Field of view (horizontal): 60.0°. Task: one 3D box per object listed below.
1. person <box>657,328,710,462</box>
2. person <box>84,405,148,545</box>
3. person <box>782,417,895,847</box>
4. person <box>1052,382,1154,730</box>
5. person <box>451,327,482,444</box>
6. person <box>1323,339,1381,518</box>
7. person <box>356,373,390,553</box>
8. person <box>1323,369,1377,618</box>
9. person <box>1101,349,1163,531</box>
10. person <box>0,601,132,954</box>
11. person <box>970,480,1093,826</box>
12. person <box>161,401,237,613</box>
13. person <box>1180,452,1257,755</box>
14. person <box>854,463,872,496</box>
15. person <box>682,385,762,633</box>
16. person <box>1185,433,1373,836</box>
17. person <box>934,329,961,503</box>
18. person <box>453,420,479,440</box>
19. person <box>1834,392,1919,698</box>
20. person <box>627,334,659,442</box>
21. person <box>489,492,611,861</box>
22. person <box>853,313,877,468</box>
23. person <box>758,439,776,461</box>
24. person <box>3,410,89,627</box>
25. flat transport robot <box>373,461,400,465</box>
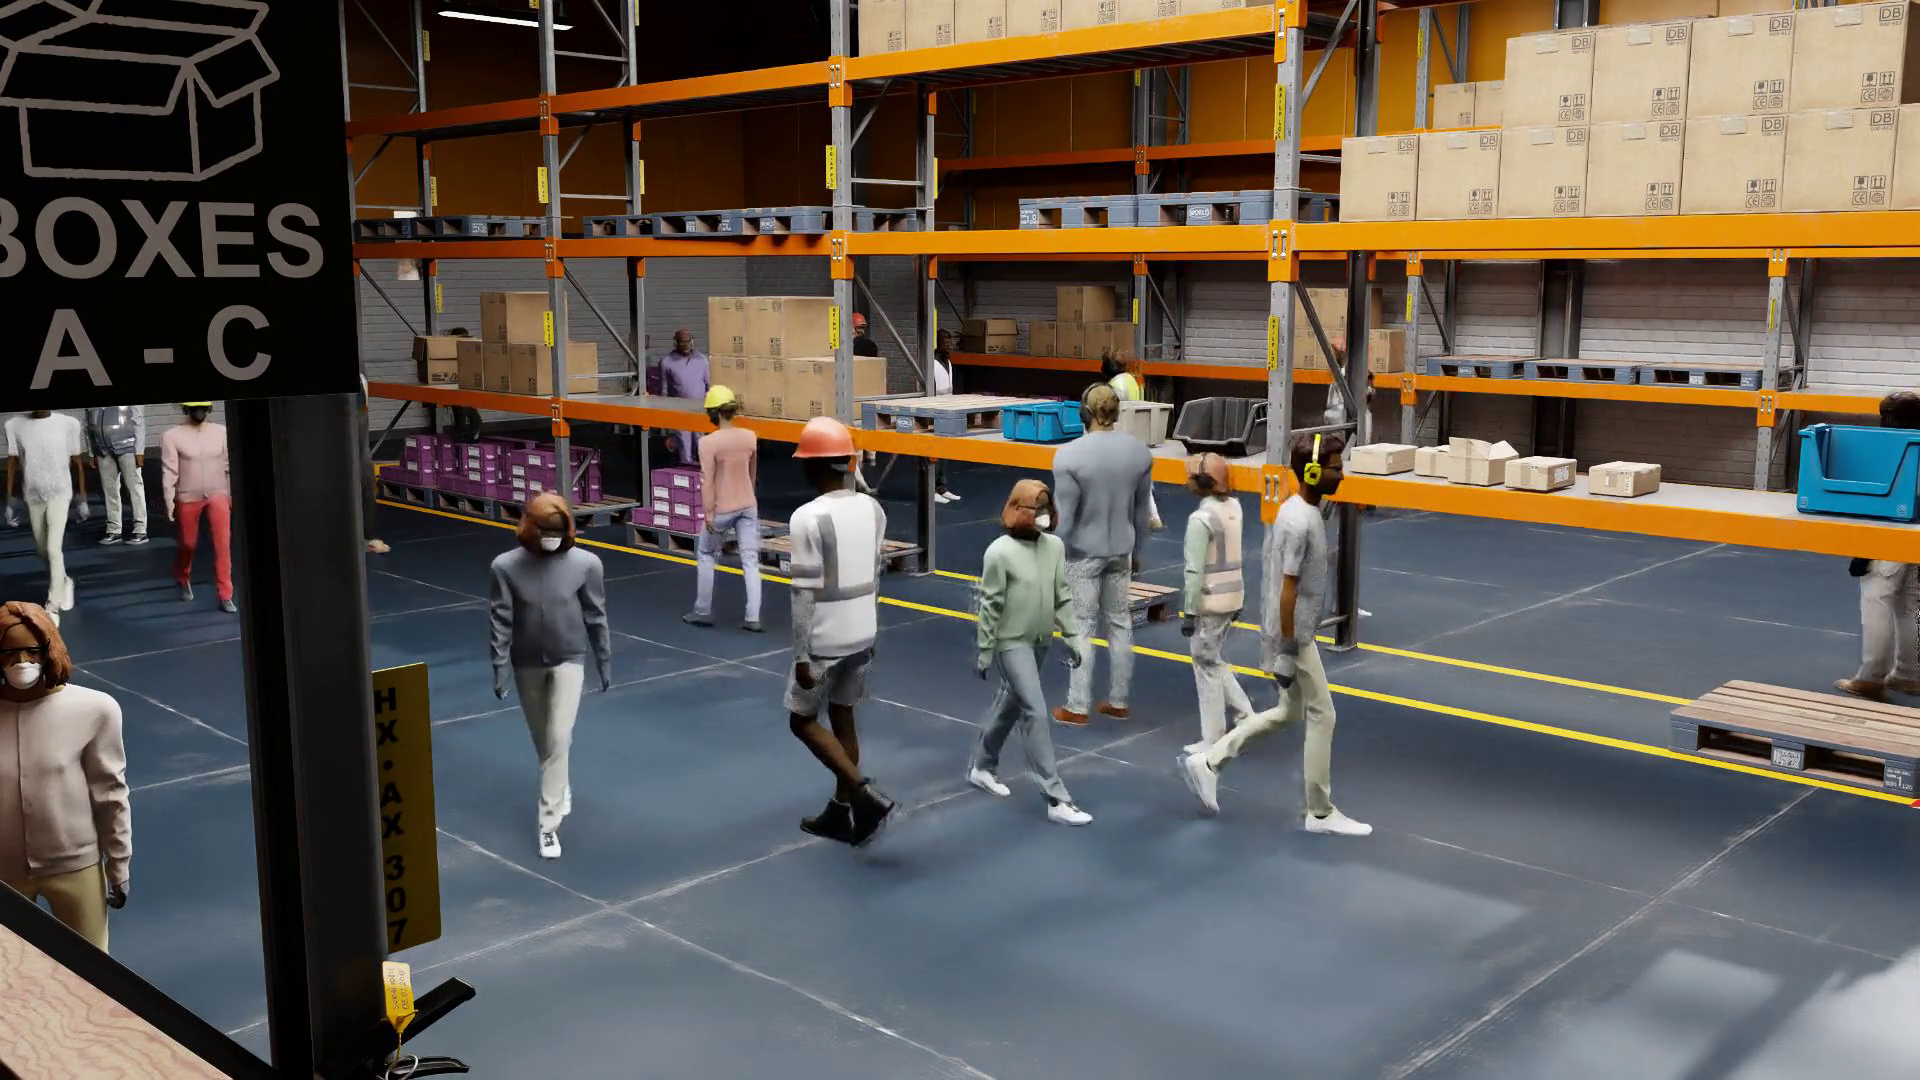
[{"bbox_3d":[-3.208,-1.542,19.481,0.650,1.879,0.830,-5,11,-29],"label":"person"},{"bbox_3d":[-7.832,-0.852,15.419,0.586,1.824,0.405,1,9,4],"label":"person"},{"bbox_3d":[-0.510,0.426,7.281,0.555,1.924,0.554,8,12,40],"label":"person"},{"bbox_3d":[0.774,0.091,9.265,0.636,1.937,0.365,-5,10,-27],"label":"person"},{"bbox_3d":[-6.392,-1.823,21.358,0.430,1.824,0.521,0,9,-1],"label":"person"},{"bbox_3d":[3.971,-1.131,17.014,0.740,1.860,0.586,3,10,19],"label":"person"},{"bbox_3d":[-5.483,-0.857,14.769,0.794,2.000,0.704,8,12,41],"label":"person"},{"bbox_3d":[2.840,-0.345,12.215,0.442,1.857,0.529,8,12,40],"label":"person"},{"bbox_3d":[1.536,-0.962,16.200,0.975,1.797,0.626,5,10,27],"label":"person"},{"bbox_3d":[-2.667,0.973,4.822,0.497,1.629,0.276,-4,10,-23],"label":"person"},{"bbox_3d":[0.318,0.496,7.851,0.850,1.587,0.514,9,13,44],"label":"person"},{"bbox_3d":[-5.763,-0.337,12.558,0.539,1.731,0.848,-7,12,-37],"label":"person"},{"bbox_3d":[1.307,0.345,8.651,0.366,1.619,0.528,6,11,30],"label":"person"},{"bbox_3d":[-1.245,-1.286,17.587,0.434,1.977,0.648,4,10,24],"label":"person"},{"bbox_3d":[-1.681,-0.221,11.809,0.546,1.740,0.762,-8,12,-41],"label":"person"},{"bbox_3d":[1.457,0.421,7.532,0.787,1.846,0.521,2,9,9],"label":"person"},{"bbox_3d":[-0.243,-1.356,18.249,0.413,1.905,0.611,3,10,20],"label":"person"},{"bbox_3d":[-7.420,-2.305,24.852,0.522,1.645,0.306,-3,10,-16],"label":"person"},{"bbox_3d":[5.558,0.040,9.951,0.652,1.836,0.478,-6,11,-31],"label":"person"},{"bbox_3d":[-4.661,-2.243,24.598,0.759,1.604,0.502,-7,12,-37],"label":"person"},{"bbox_3d":[-1.839,0.553,7.509,0.517,1.586,0.841,-1,9,-5],"label":"person"},{"bbox_3d":[-1.316,-1.931,21.488,0.394,1.994,0.612,8,12,39],"label":"person"},{"bbox_3d":[-2.585,-1.977,22.042,0.542,1.913,0.459,2,9,11],"label":"person"},{"bbox_3d":[-6.643,-0.311,12.114,0.521,1.824,0.931,-3,10,-15],"label":"person"},{"bbox_3d":[-6.748,-0.828,19.998,1.431,0.197,0.652,-1,9,-7],"label":"flat transport robot"}]
